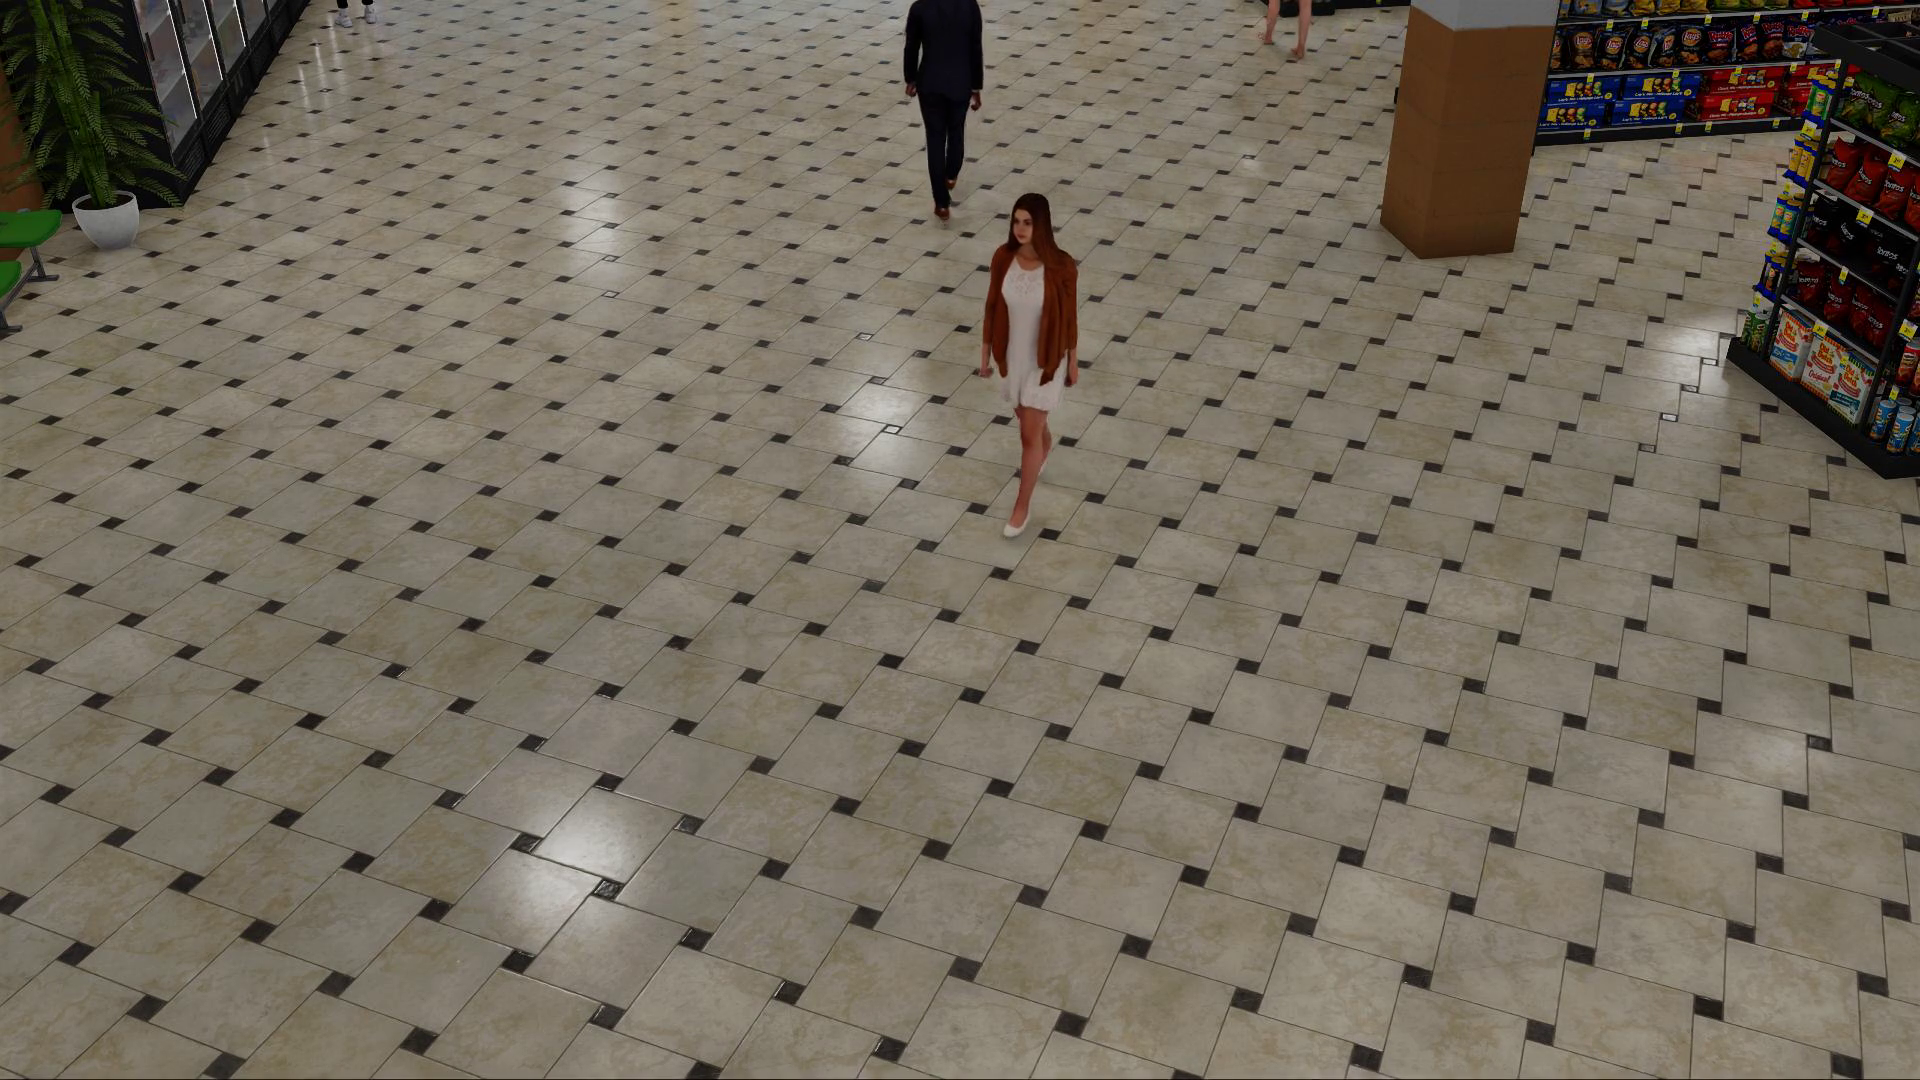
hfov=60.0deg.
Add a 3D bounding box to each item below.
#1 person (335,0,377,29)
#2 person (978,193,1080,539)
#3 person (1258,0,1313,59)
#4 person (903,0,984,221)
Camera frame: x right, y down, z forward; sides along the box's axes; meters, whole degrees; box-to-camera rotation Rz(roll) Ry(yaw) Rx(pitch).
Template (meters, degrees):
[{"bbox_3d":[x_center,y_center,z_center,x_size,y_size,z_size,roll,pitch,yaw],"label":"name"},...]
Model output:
[{"bbox_3d":[-6.064,-5.957,16.195,0.659,1.817,0.810,-20,37,-29],"label":"person"},{"bbox_3d":[0.380,-0.928,8.236,1.131,1.687,1.085,14,35,21],"label":"person"},{"bbox_3d":[3.139,-5.280,15.236,0.824,1.680,0.675,-4,32,-7],"label":"person"},{"bbox_3d":[-0.106,-3.131,11.693,1.149,1.775,0.850,-2,32,-3],"label":"person"}]
